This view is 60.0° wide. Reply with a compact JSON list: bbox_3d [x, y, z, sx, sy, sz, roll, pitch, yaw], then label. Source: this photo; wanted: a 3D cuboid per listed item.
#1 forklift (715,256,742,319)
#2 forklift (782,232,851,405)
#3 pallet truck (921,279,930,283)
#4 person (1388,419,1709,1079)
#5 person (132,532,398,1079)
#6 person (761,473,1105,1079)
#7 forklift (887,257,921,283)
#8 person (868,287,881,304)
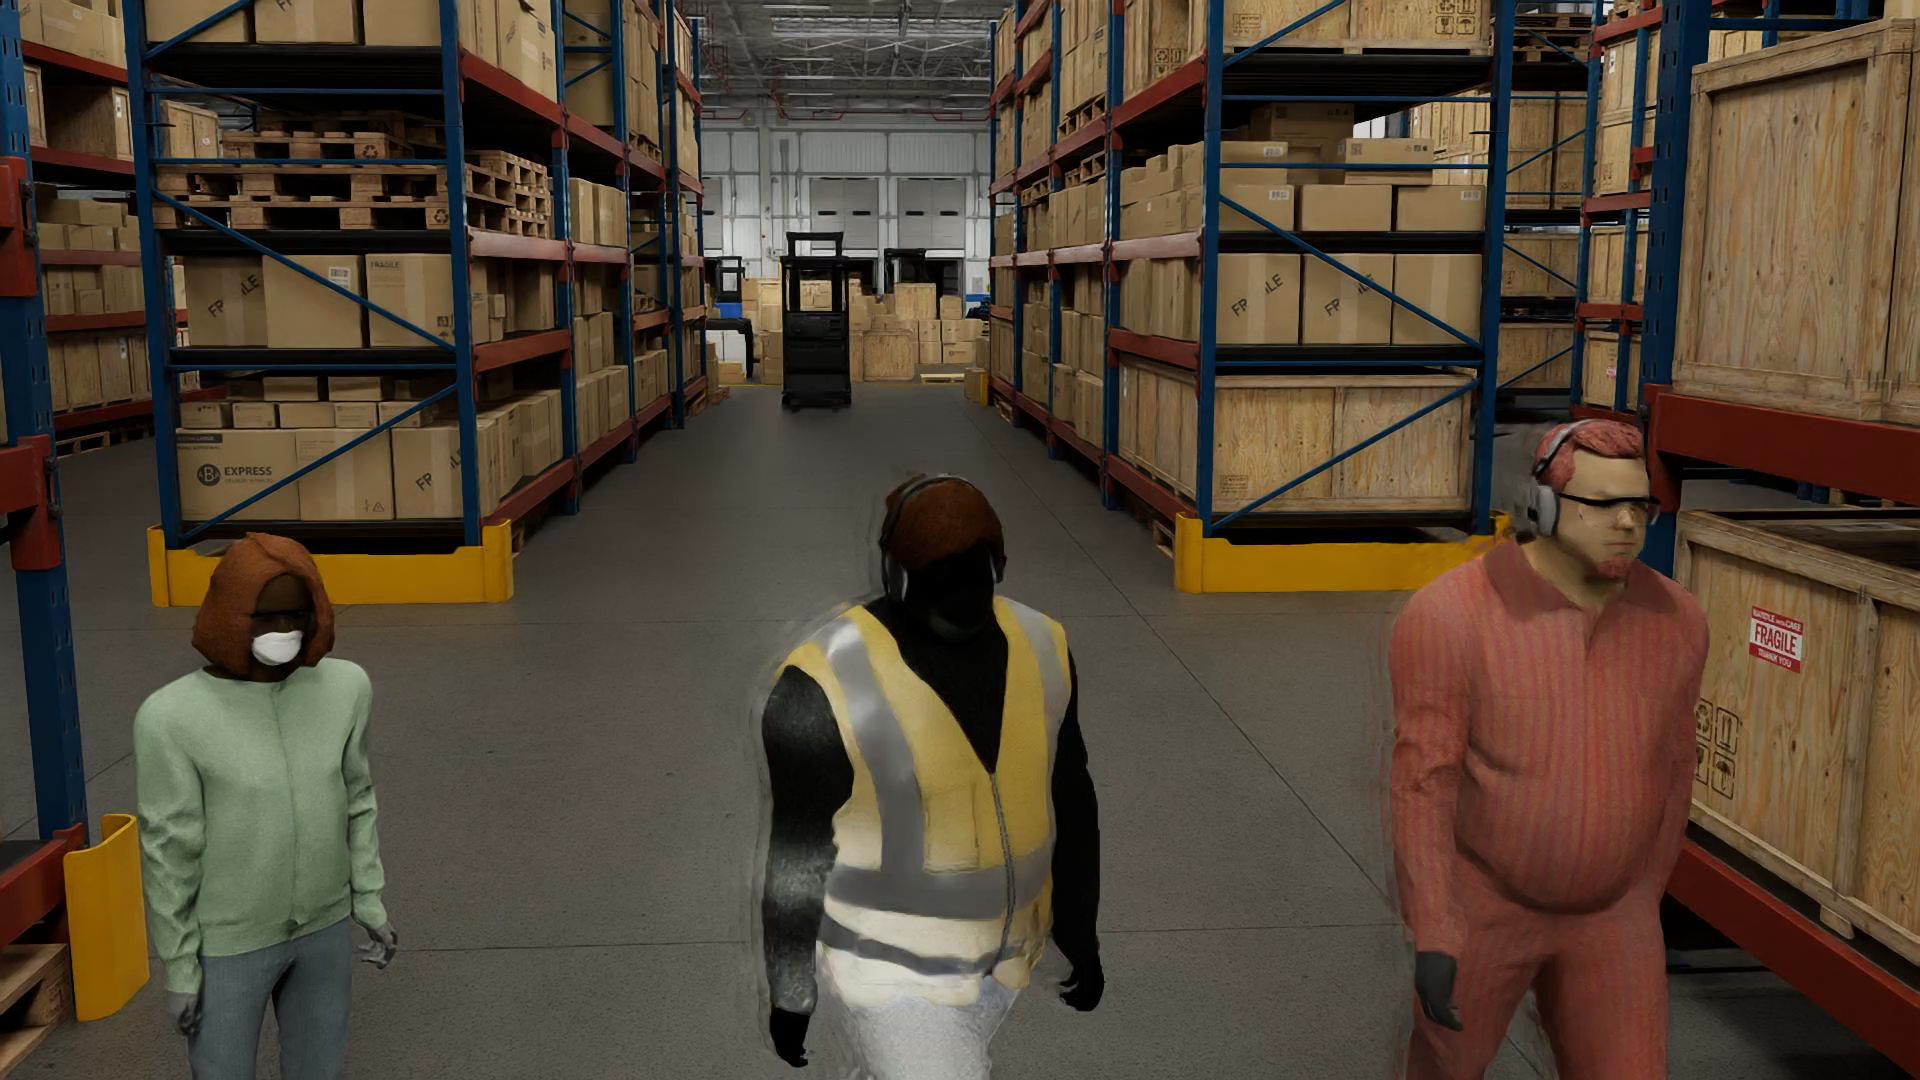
[{"bbox_3d":[-8.573,-9.185,62.001,1.129,2.768,1.873,-1,9,-4],"label":"forklift"},{"bbox_3d":[-2.377,-3.690,27.498,1.129,2.768,1.873,-1,9,-4],"label":"forklift"},{"bbox_3d":[-0.932,-8.922,63.114,1.885,1.965,0.823,2,9,13],"label":"pallet truck"},{"bbox_3d":[1.116,0.697,3.168,0.650,1.854,0.982,-1,9,-4],"label":"person"},{"bbox_3d":[-1.344,0.789,3.279,0.285,1.633,0.498,6,11,35],"label":"person"},{"bbox_3d":[-0.052,0.757,3.080,0.643,1.794,0.958,-7,12,-38],"label":"person"},{"bbox_3d":[-1.481,-6.339,44.133,1.129,2.768,1.873,-1,9,-4],"label":"forklift"},{"bbox_3d":[-3.245,-8.649,62.412,0.549,1.667,0.519,-2,9,-12],"label":"person"}]
